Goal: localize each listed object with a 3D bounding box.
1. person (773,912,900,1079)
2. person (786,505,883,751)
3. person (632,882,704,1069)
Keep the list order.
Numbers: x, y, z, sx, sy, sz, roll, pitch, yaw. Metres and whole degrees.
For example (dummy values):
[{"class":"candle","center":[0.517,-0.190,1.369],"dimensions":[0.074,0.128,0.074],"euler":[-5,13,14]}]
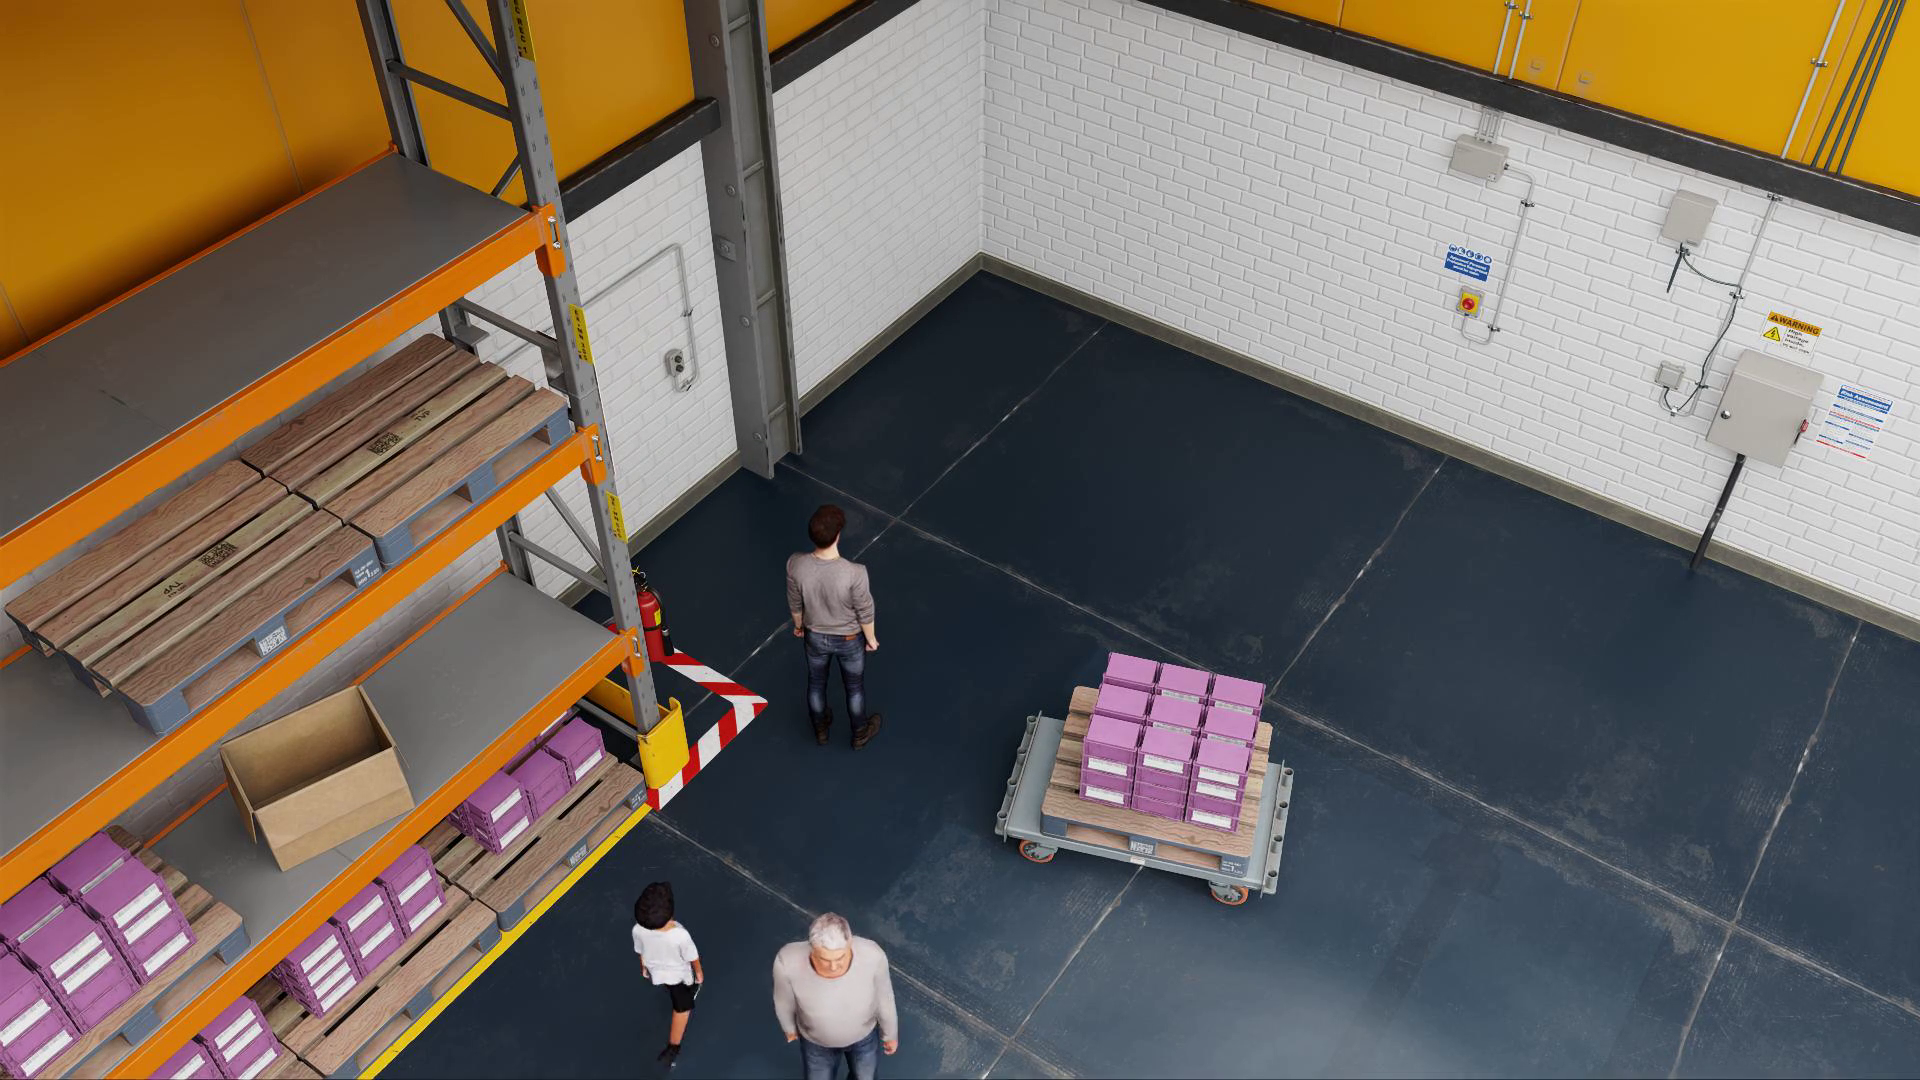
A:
[{"class":"person","center":[-0.595,2.298,8.131],"dimensions":[0.917,1.892,0.976],"euler":[-6,44,-7]},{"class":"person","center":[-0.759,0.556,9.950],"dimensions":[0.762,1.904,0.726],"euler":[9,44,9]},{"class":"person","center":[-1.528,2.256,8.646],"dimensions":[0.676,1.242,0.901],"euler":[9,44,10]}]
